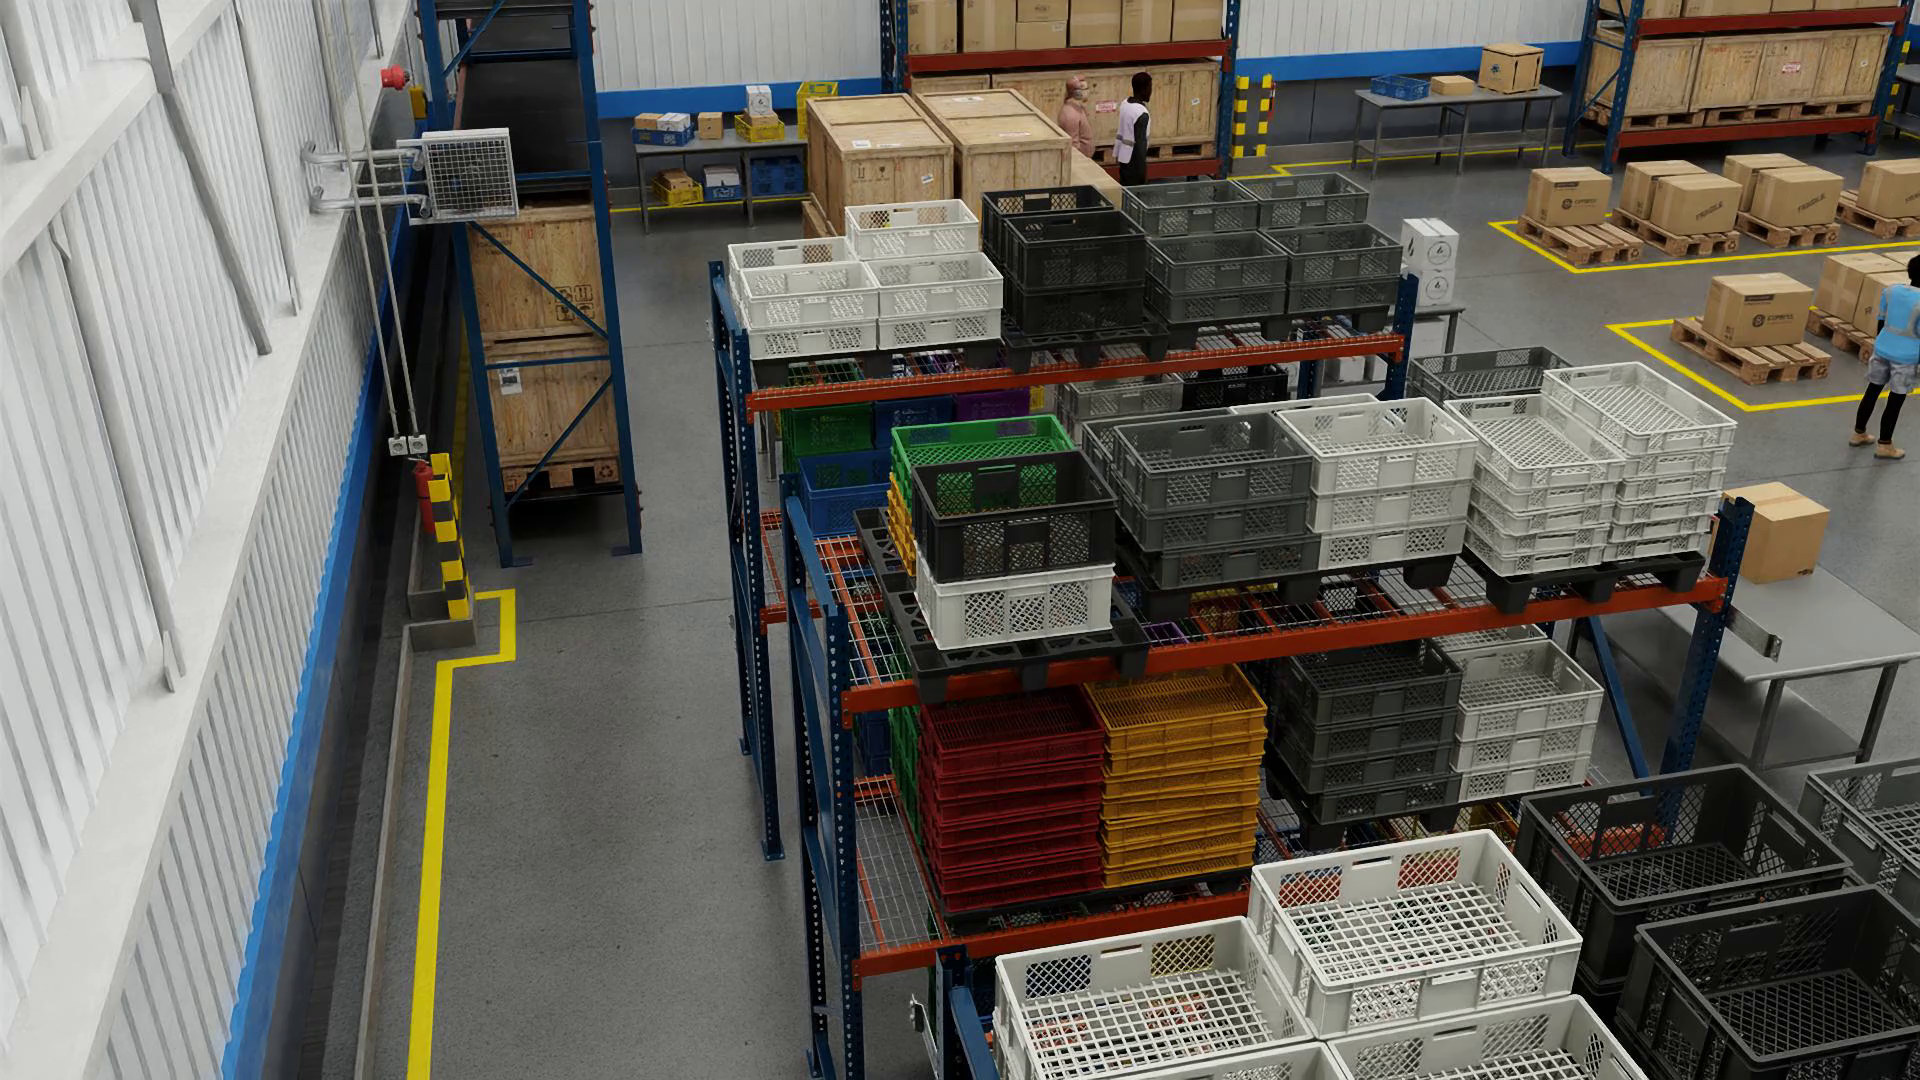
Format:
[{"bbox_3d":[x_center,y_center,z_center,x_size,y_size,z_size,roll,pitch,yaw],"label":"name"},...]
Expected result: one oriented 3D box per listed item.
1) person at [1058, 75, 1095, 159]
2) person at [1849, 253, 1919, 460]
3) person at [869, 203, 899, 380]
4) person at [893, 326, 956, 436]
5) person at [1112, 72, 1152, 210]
[{"bbox_3d":[1.247,-4.030,17.920,0.407,1.911,0.641,0,28,1],"label":"person"},{"bbox_3d":[7.517,-1.483,13.310,0.318,1.698,0.533,-9,29,-16],"label":"person"},{"bbox_3d":[-0.629,-1.908,13.930,0.328,1.876,0.514,-8,29,-15],"label":"person"},{"bbox_3d":[-0.269,-0.937,12.077,0.576,1.885,0.355,-23,36,-37],"label":"person"},{"bbox_3d":[1.870,-4.118,18.090,0.389,1.911,0.591,-7,29,-14],"label":"person"}]
